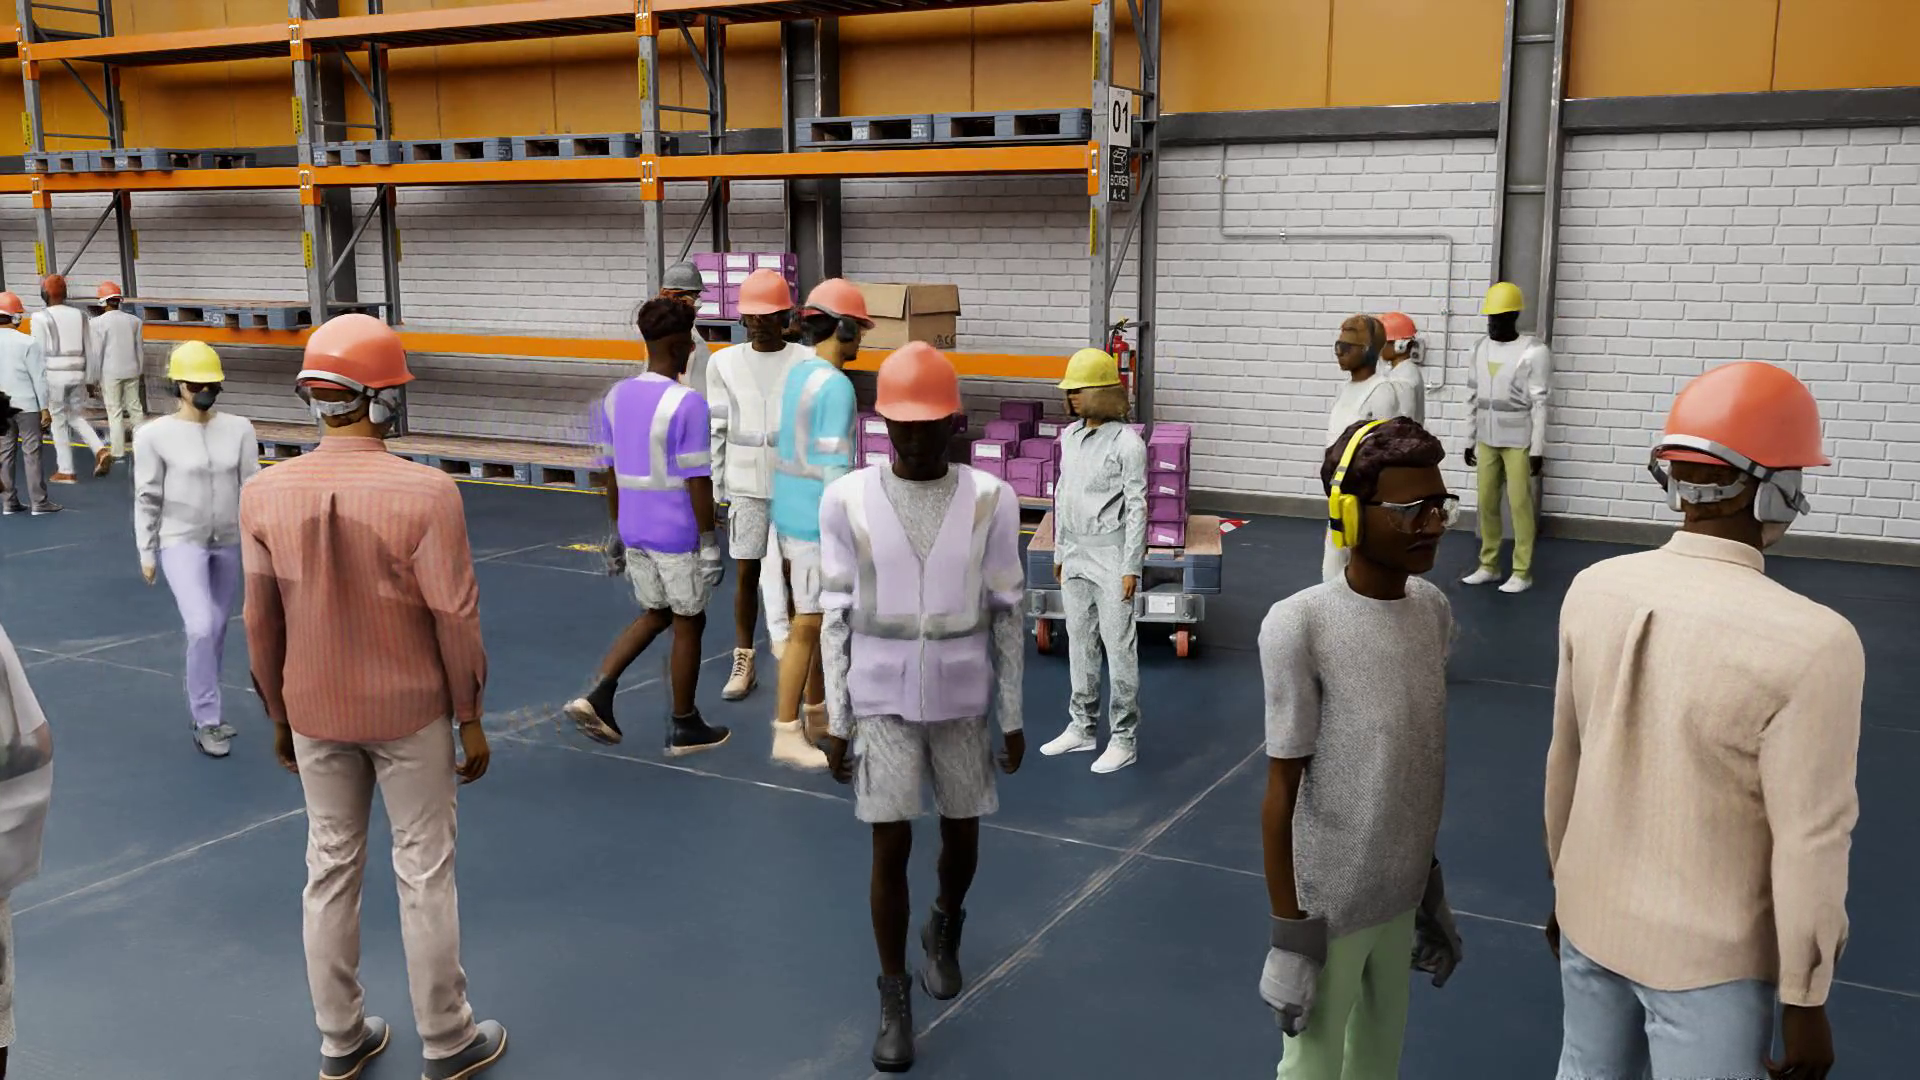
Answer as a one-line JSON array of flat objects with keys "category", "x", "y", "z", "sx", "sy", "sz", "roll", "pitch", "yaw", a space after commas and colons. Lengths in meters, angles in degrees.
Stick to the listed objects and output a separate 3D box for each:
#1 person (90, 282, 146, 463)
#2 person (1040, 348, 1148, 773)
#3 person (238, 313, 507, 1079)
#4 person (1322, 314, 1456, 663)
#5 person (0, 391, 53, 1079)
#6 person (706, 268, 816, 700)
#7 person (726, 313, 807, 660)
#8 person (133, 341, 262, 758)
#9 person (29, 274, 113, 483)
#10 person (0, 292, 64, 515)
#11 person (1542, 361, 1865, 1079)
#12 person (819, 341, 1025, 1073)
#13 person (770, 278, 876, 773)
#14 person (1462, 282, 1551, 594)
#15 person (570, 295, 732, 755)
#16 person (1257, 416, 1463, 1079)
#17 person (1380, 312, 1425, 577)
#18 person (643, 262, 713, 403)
[{"category": "person", "x": -8.211, "y": -1.630, "z": 16.196, "sx": 0.327, "sy": 1.752, "sz": 0.561, "roll": 6, "pitch": 12, "yaw": 28}, {"category": "person", "x": 0.549, "y": 0.084, "z": 6.834, "sx": 0.325, "sy": 1.740, "sz": 0.492, "roll": -8, "pitch": 13, "yaw": -37}, {"category": "person", "x": -1.486, "y": 0.430, "z": 4.237, "sx": 0.608, "sy": 1.996, "sz": 0.381, "roll": 2, "pitch": 10, "yaw": 8}, {"category": "person", "x": 2.008, "y": -0.172, "z": 8.002, "sx": 0.711, "sy": 1.830, "sz": 0.503, "roll": -2, "pitch": 11, "yaw": -11}, {"category": "person", "x": -1.958, "y": 0.628, "z": 3.254, "sx": 0.371, "sy": 1.959, "sz": 0.602, "roll": -6, "pitch": 12, "yaw": -32}, {"category": "person", "x": -0.892, "y": -0.244, "z": 7.808, "sx": 0.615, "sy": 2.038, "sz": 0.395, "roll": 0, "pitch": 10, "yaw": 2}, {"category": "person", "x": -0.914, "y": -0.283, "z": 8.637, "sx": 0.647, "sy": 1.820, "sz": 0.551, "roll": -5, "pitch": 12, "yaw": -27}, {"category": "person", "x": -3.173, "y": 0.034, "z": 7.082, "sx": 0.683, "sy": 1.744, "sz": 0.532, "roll": 7, "pitch": 12, "yaw": 33}, {"category": "person", "x": -7.897, "y": -1.414, "z": 14.715, "sx": 0.523, "sy": 1.871, "sz": 0.576, "roll": 4, "pitch": 11, "yaw": 22}, {"category": "person", "x": -7.431, "y": -1.072, "z": 13.127, "sx": 0.563, "sy": 1.755, "sz": 0.321, "roll": 1, "pitch": 10, "yaw": 8}, {"category": "person", "x": 1.278, "y": 0.680, "z": 2.932, "sx": 0.431, "sy": 1.982, "sz": 0.630, "roll": -4, "pitch": 11, "yaw": -19}, {"category": "person", "x": -0.105, "y": 0.423, "z": 4.533, "sx": 0.556, "sy": 1.943, "sz": 0.593, "roll": -1, "pitch": 10, "yaw": -4}, {"category": "person", "x": -0.566, "y": -0.059, "z": 6.888, "sx": 0.539, "sy": 2.016, "sz": 0.658, "roll": -3, "pitch": 11, "yaw": -17}, {"category": "person", "x": 3.340, "y": -0.624, "z": 10.266, "sx": 0.435, "sy": 1.913, "sz": 0.591, "roll": -7, "pitch": 12, "yaw": -33}, {"category": "person", "x": -1.262, "y": -0.037, "z": 6.921, "sx": 0.619, "sy": 1.948, "sz": 0.576, "roll": 10, "pitch": 14, "yaw": 44}, {"category": "person", "x": 0.758, "y": 0.699, "z": 3.107, "sx": 0.517, "sy": 1.873, "sz": 0.328, "roll": -9, "pitch": 14, "yaw": -40}, {"category": "person", "x": 2.630, "y": -0.502, "z": 10.053, "sx": 0.356, "sy": 1.739, "sz": 0.571, "roll": 3, "pitch": 11, "yaw": 14}, {"category": "person", "x": -1.828, "y": -0.845, "z": 11.106, "sx": 0.535, "sy": 2.000, "sz": 0.682, "roll": 0, "pitch": 10, "yaw": 0}]
